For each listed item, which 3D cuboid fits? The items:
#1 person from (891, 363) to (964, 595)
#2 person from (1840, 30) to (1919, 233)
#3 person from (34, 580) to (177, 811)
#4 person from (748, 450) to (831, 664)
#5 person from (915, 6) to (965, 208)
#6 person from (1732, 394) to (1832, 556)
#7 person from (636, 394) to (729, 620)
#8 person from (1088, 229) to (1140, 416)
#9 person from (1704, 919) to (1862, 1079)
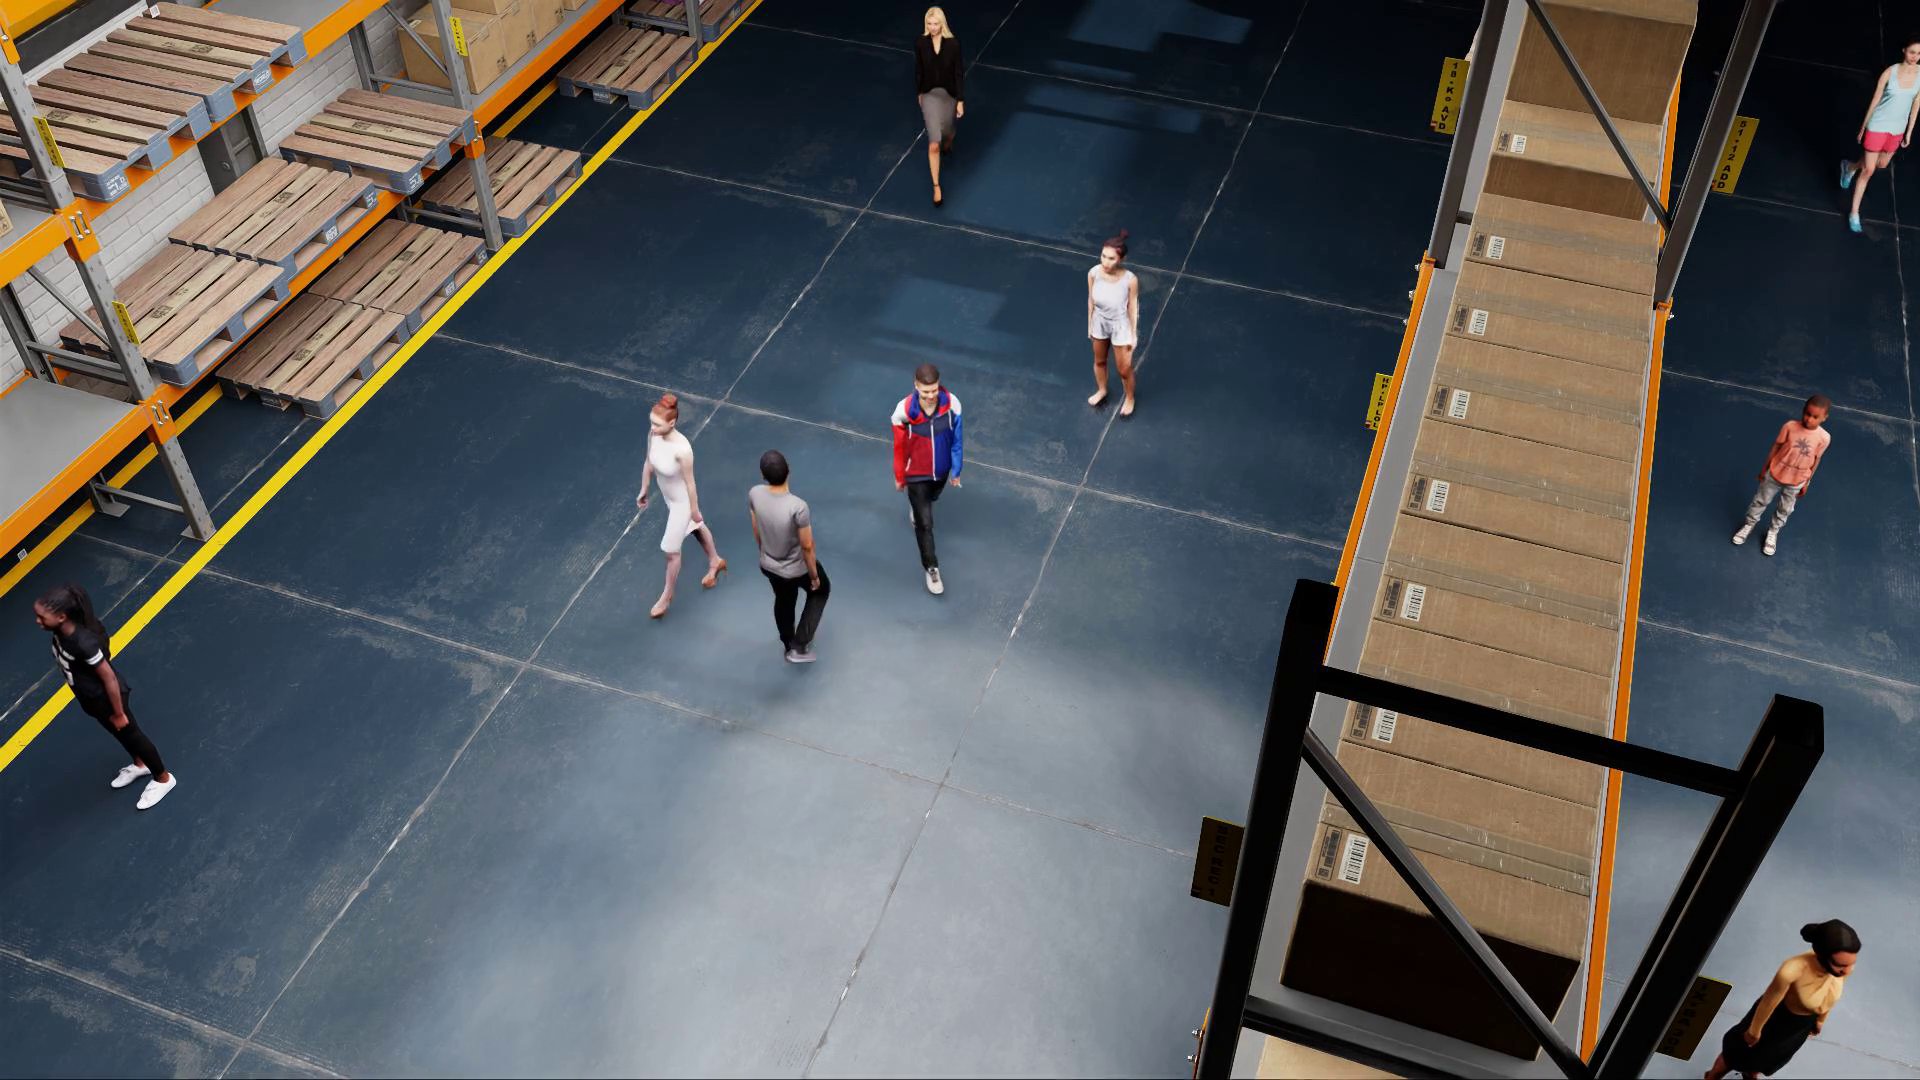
[{"bbox_3d":[-0.245,-0.561,11.494,1.118,1.718,1.242,-14,45,-14],"label":"person"},{"bbox_3d":[8.167,-3.662,14.729,0.808,1.746,1.132,2,44,2],"label":"person"},{"bbox_3d":[-5.122,0.926,9.926,0.686,1.729,0.674,29,51,27],"label":"person"},{"bbox_3d":[-1.155,0.195,10.690,0.697,1.734,0.726,23,48,23],"label":"person"},{"bbox_3d":[-0.160,-3.970,15.012,0.845,1.801,1.232,2,44,2],"label":"person"},{"bbox_3d":[5.830,-0.484,11.709,0.518,1.311,0.526,23,48,23],"label":"person"},{"bbox_3d":[-1.803,-0.300,11.183,0.992,1.770,0.857,-28,50,-26],"label":"person"},{"bbox_3d":[1.182,-1.654,12.728,0.611,1.598,0.581,19,47,19],"label":"person"},{"bbox_3d":[4.160,2.420,8.415,0.662,1.649,0.699,-10,44,-10],"label":"person"}]
